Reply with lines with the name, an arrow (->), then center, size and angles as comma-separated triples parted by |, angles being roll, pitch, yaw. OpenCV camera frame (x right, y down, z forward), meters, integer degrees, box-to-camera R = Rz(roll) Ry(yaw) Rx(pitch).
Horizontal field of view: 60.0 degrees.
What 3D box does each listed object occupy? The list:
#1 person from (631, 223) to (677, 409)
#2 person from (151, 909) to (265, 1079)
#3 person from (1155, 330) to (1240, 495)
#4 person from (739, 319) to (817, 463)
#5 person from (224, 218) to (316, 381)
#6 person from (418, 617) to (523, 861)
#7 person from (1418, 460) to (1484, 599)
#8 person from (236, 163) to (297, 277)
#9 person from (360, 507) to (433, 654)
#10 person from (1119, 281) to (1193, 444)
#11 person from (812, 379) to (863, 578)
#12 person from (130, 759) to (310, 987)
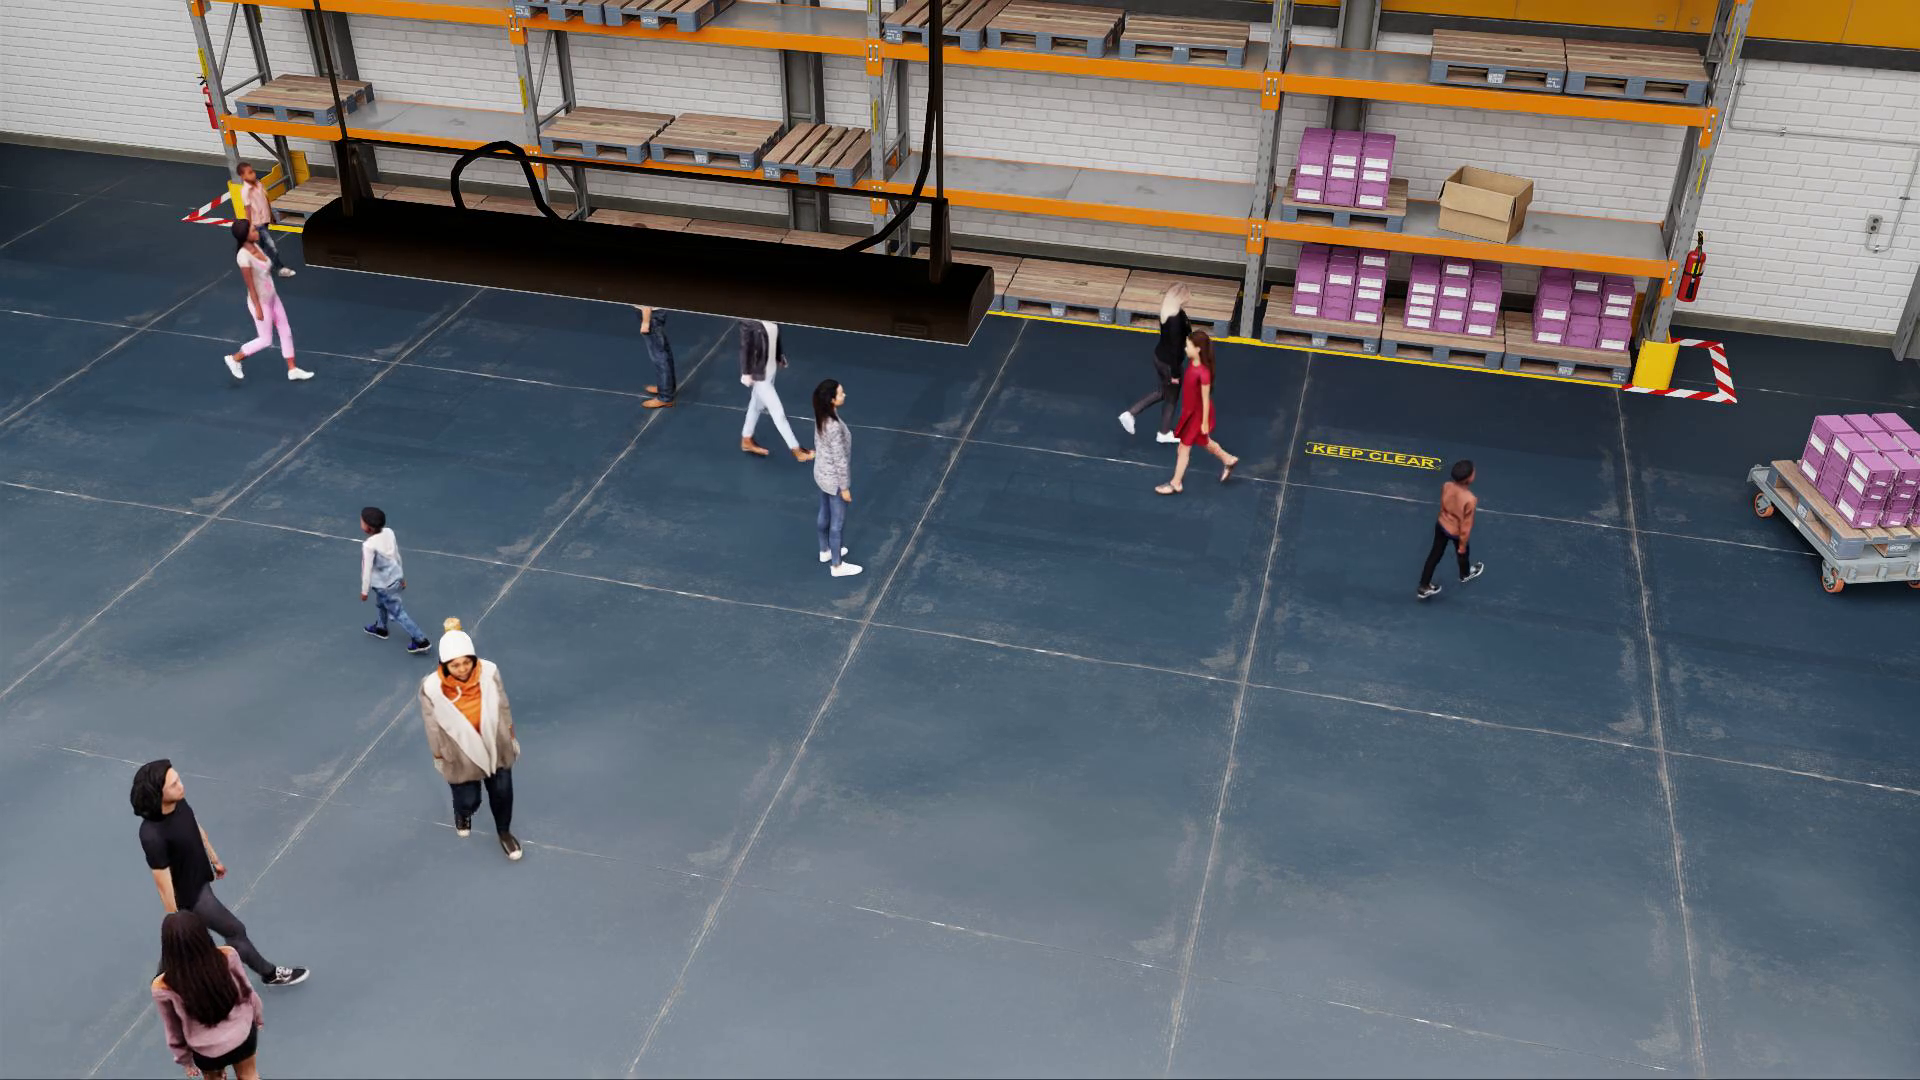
person -> -2.905, -2.142, 15.788 | 0.660, 1.855, 0.709 | 0, 34, 1
person -> -3.783, 2.650, 8.624 | 0.828, 1.805, 0.892 | -22, 39, -29
person -> 2.153, -1.122, 14.551 | 1.097, 1.526, 0.861 | -8, 34, -12
person -> -1.849, -1.521, 14.902 | 1.081, 1.802, 0.715 | 10, 35, 15
person -> -6.845, -2.287, 16.126 | 1.082, 1.722, 0.792 | -2, 34, -3
person -> -3.140, 1.239, 10.677 | 0.938, 1.881, 1.005 | -21, 39, -28
person -> 3.870, -0.063, 13.234 | 0.923, 1.220, 0.876 | -20, 38, -27
person -> -7.808, -3.555, 18.422 | 0.878, 1.292, 0.509 | 9, 35, 13
person -> -4.321, 0.322, 12.632 | 0.857, 1.245, 0.483 | 9, 35, 14
person -> 1.805, -1.569, 15.101 | 0.976, 1.660, 0.814 | -6, 34, -9
person -> -1.037, -0.521, 13.461 | 0.726, 1.732, 0.688 | -14, 36, -20
person -> -4.542, 1.998, 9.617 | 1.233, 1.791, 0.995 | -6, 34, -9
